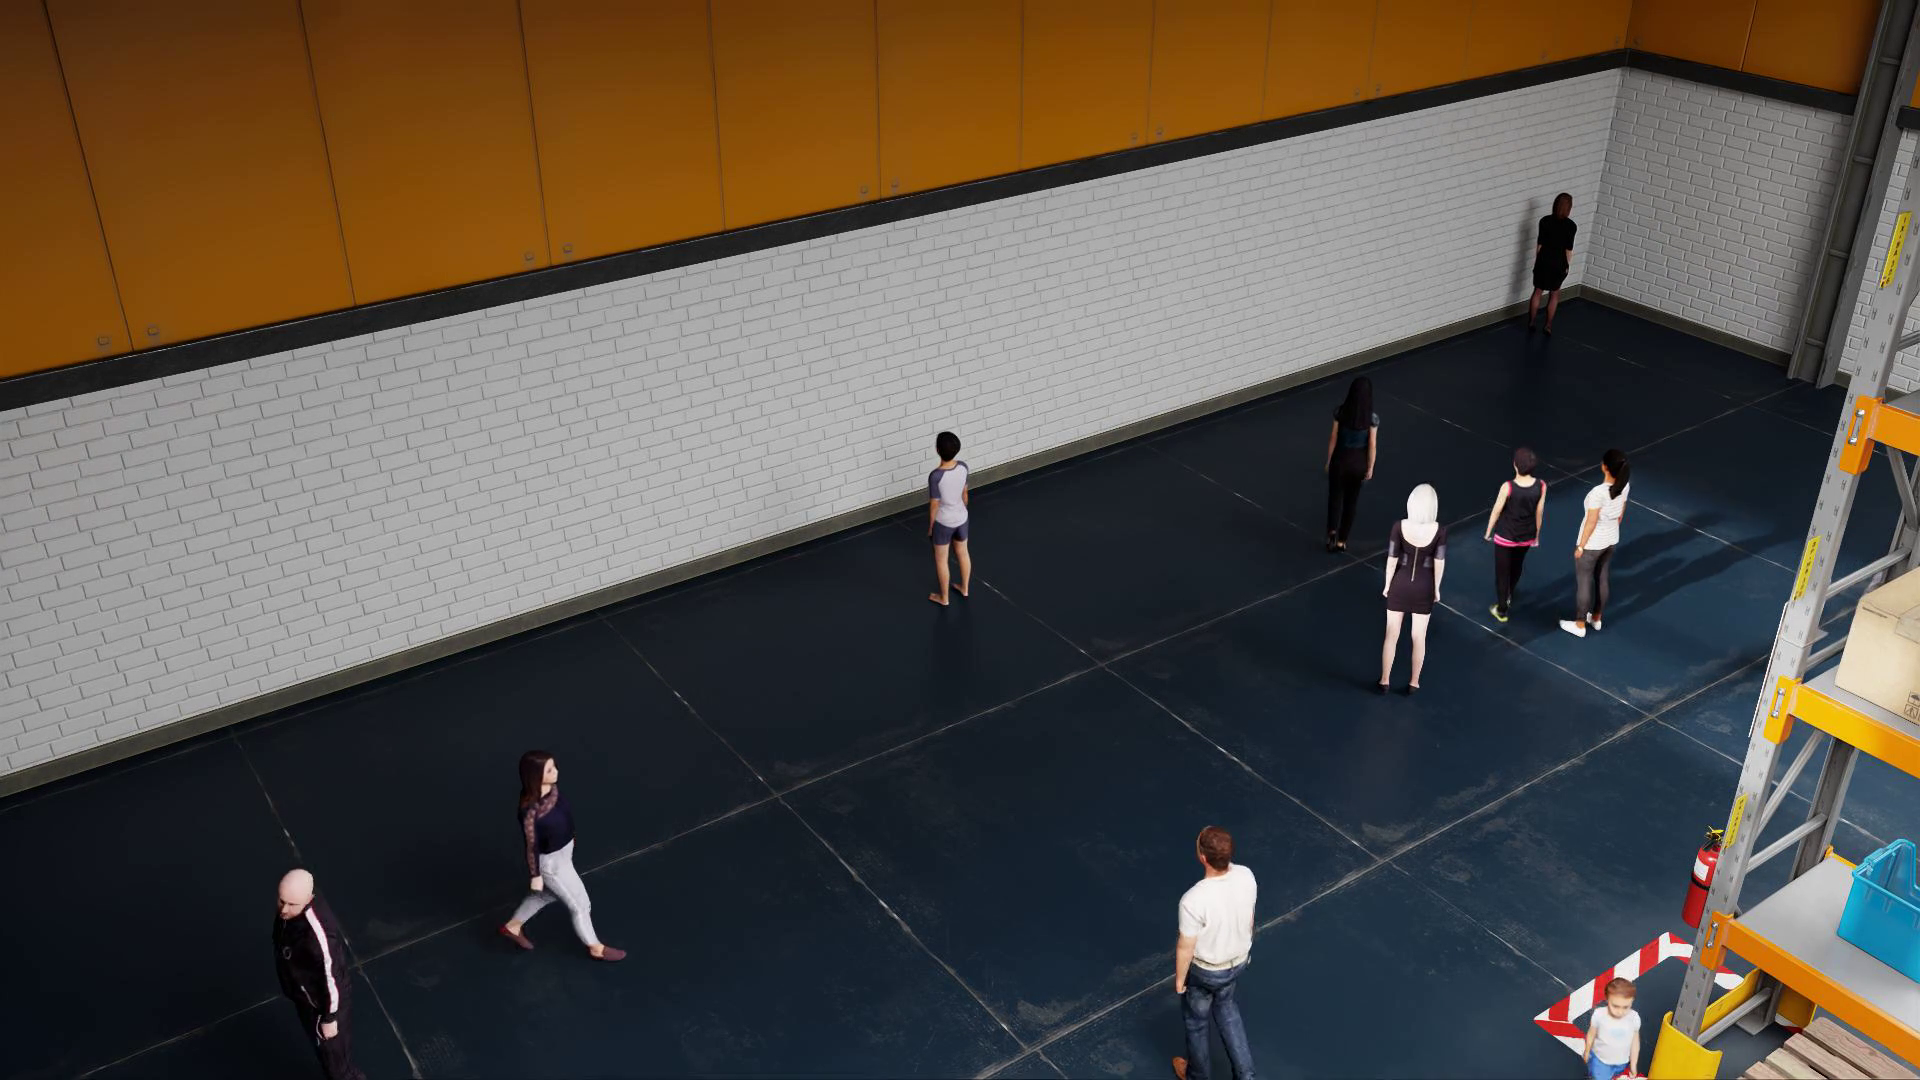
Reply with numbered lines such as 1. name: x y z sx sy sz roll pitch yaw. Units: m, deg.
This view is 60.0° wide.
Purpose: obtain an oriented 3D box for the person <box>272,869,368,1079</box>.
1. person: -3.424 2.432 8.915 0.852 1.822 0.501 -8 30 -15

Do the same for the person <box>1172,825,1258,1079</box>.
1. person: 1.438 2.369 9.014 0.731 1.838 0.873 -15 32 -25

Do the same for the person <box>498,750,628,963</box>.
1. person: -2.515 1.936 10.078 1.039 1.580 1.053 1 29 1

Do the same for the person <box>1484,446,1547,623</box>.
1. person: 4.603 -0.025 13.715 0.743 1.540 0.842 -2 29 -4

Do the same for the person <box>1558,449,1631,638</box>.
1. person: 5.194 0.014 13.532 0.586 1.646 0.537 -15 32 -25

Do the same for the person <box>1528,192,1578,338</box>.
1. person: 6.888 -3.208 19.383 0.561 1.701 0.695 17 33 29

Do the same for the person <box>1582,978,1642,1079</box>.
1. person: 3.569 2.785 9.120 0.686 1.007 0.752 4 29 7

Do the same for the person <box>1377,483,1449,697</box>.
1. person: 3.441 0.381 12.669 0.641 1.829 0.712 6 29 11

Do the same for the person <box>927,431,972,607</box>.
1. person: -0.096 -0.194 13.998 0.573 1.565 0.529 -21 35 -33

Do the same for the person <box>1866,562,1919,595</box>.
1. person: 6.895 0.628 12.477 0.735 1.579 0.898 -13 31 -22

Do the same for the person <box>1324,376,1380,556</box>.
1. person: 3.389 -0.598 14.569 0.789 1.728 0.829 10 30 18
